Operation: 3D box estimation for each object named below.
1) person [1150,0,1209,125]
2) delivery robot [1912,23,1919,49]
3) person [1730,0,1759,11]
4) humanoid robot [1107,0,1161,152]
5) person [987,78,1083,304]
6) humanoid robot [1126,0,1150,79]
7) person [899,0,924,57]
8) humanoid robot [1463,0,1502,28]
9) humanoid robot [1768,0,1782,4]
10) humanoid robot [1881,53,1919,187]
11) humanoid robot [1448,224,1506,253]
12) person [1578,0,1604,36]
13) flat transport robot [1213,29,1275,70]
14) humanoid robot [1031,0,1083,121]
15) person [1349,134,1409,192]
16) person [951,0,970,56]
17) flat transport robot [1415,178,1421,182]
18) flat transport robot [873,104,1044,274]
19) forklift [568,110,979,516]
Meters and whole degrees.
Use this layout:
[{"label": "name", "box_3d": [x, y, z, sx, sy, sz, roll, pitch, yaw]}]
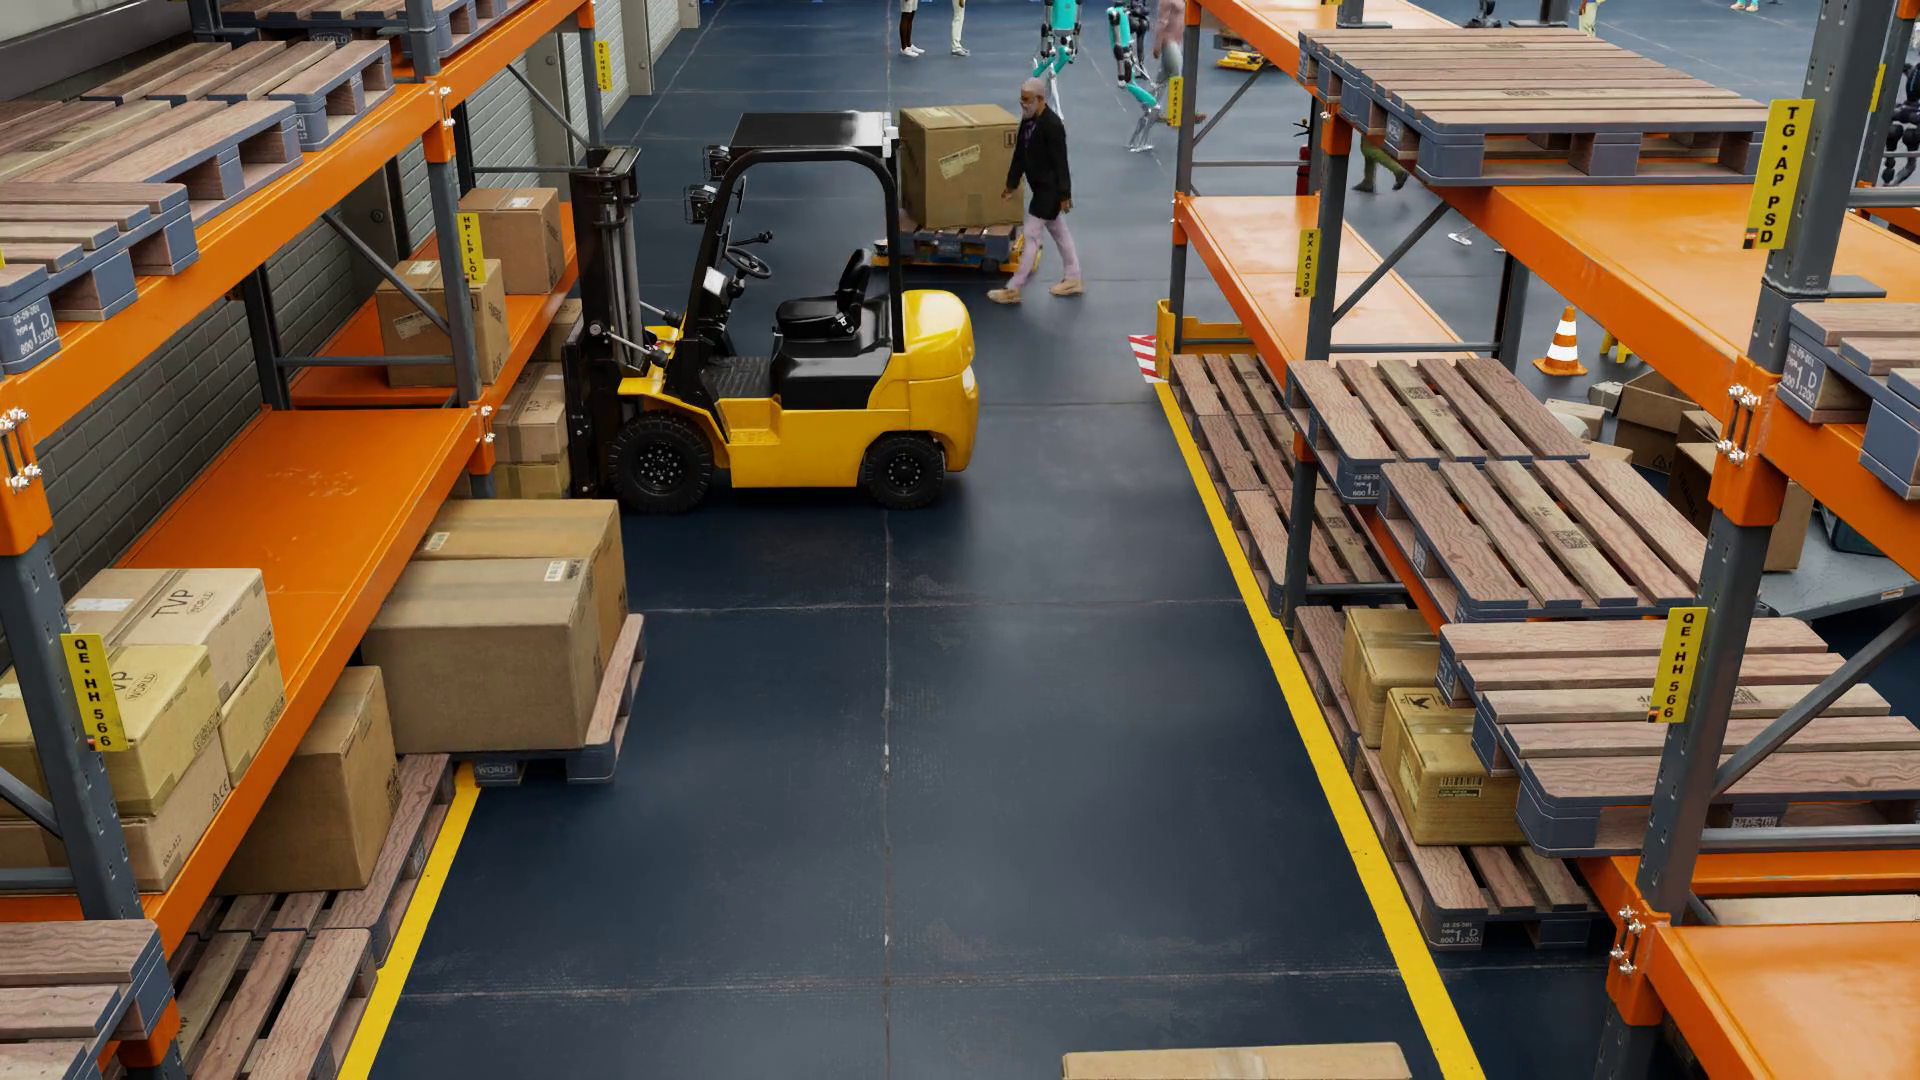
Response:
[{"label": "person", "box_3d": [2.678, -5.939, 19.970, 0.903, 1.896, 0.641, 14, 29, 27]}, {"label": "delivery robot", "box_3d": [14.962, -7.792, 25.442, 0.747, 0.570, 0.499, -15, 29, -29]}, {"label": "person", "box_3d": [13.960, -10.270, 29.127, 0.378, 1.916, 0.496, -15, 29, -29]}, {"label": "humanoid robot", "box_3d": [2.018, -5.220, 18.673, 0.793, 1.789, 0.539, 8, 26, 16]}, {"label": "person", "box_3d": [0.622, -2.832, 13.501, 0.959, 1.794, 0.563, -8, 26, -16]}, {"label": "humanoid robot", "box_3d": [2.420, -7.208, 22.927, 0.432, 1.631, 0.610, 21, 33, 38]}, {"label": "person", "box_3d": [-0.751, -8.195, 24.752, 0.377, 1.899, 0.540, 7, 26, 14]}, {"label": "humanoid robot", "box_3d": [5.918, -5.502, 19.318, 0.597, 1.630, 0.608, -10, 27, -20]}, {"label": "humanoid robot", "box_3d": [14.773, -10.464, 29.814, 0.398, 1.649, 0.590, 22, 33, 39]}, {"label": "humanoid robot", "box_3d": [9.279, -4.108, 16.371, 0.498, 1.643, 0.605, -21, 33, -38]}, {"label": "humanoid robot", "box_3d": [4.854, -3.362, 14.732, 0.552, 1.739, 0.960, -20, 32, -36]}, {"label": "person", "box_3d": [8.888, -7.562, 23.438, 0.400, 1.885, 0.507, 13, 28, 26]}, {"label": "flat transport robot", "box_3d": [4.438, -7.051, 24.236, 0.659, 0.231, 1.431, 22, 33, 39]}, {"label": "humanoid robot", "box_3d": [1.121, -5.995, 20.251, 0.538, 1.749, 0.709, -13, 28, -26]}, {"label": "person", "box_3d": [4.278, -4.289, 16.725, 0.648, 1.695, 0.450, 18, 30, 33]}, {"label": "person", "box_3d": [0.017, -8.127, 24.789, 0.346, 1.743, 0.565, 0, 25, -1]}, {"label": "flat transport robot", "box_3d": [5.554, -3.788, 17.325, 1.431, 0.231, 0.659, -5, 26, -11]}, {"label": "flat transport robot", "box_3d": [-0.006, -2.574, 14.754, 1.431, 0.231, 0.659, 4, 26, 9]}, {"label": "forklift", "box_3d": [-1.043, -1.379, 9.976, 2.313, 2.155, 1.214, -1, 25, -2]}]
